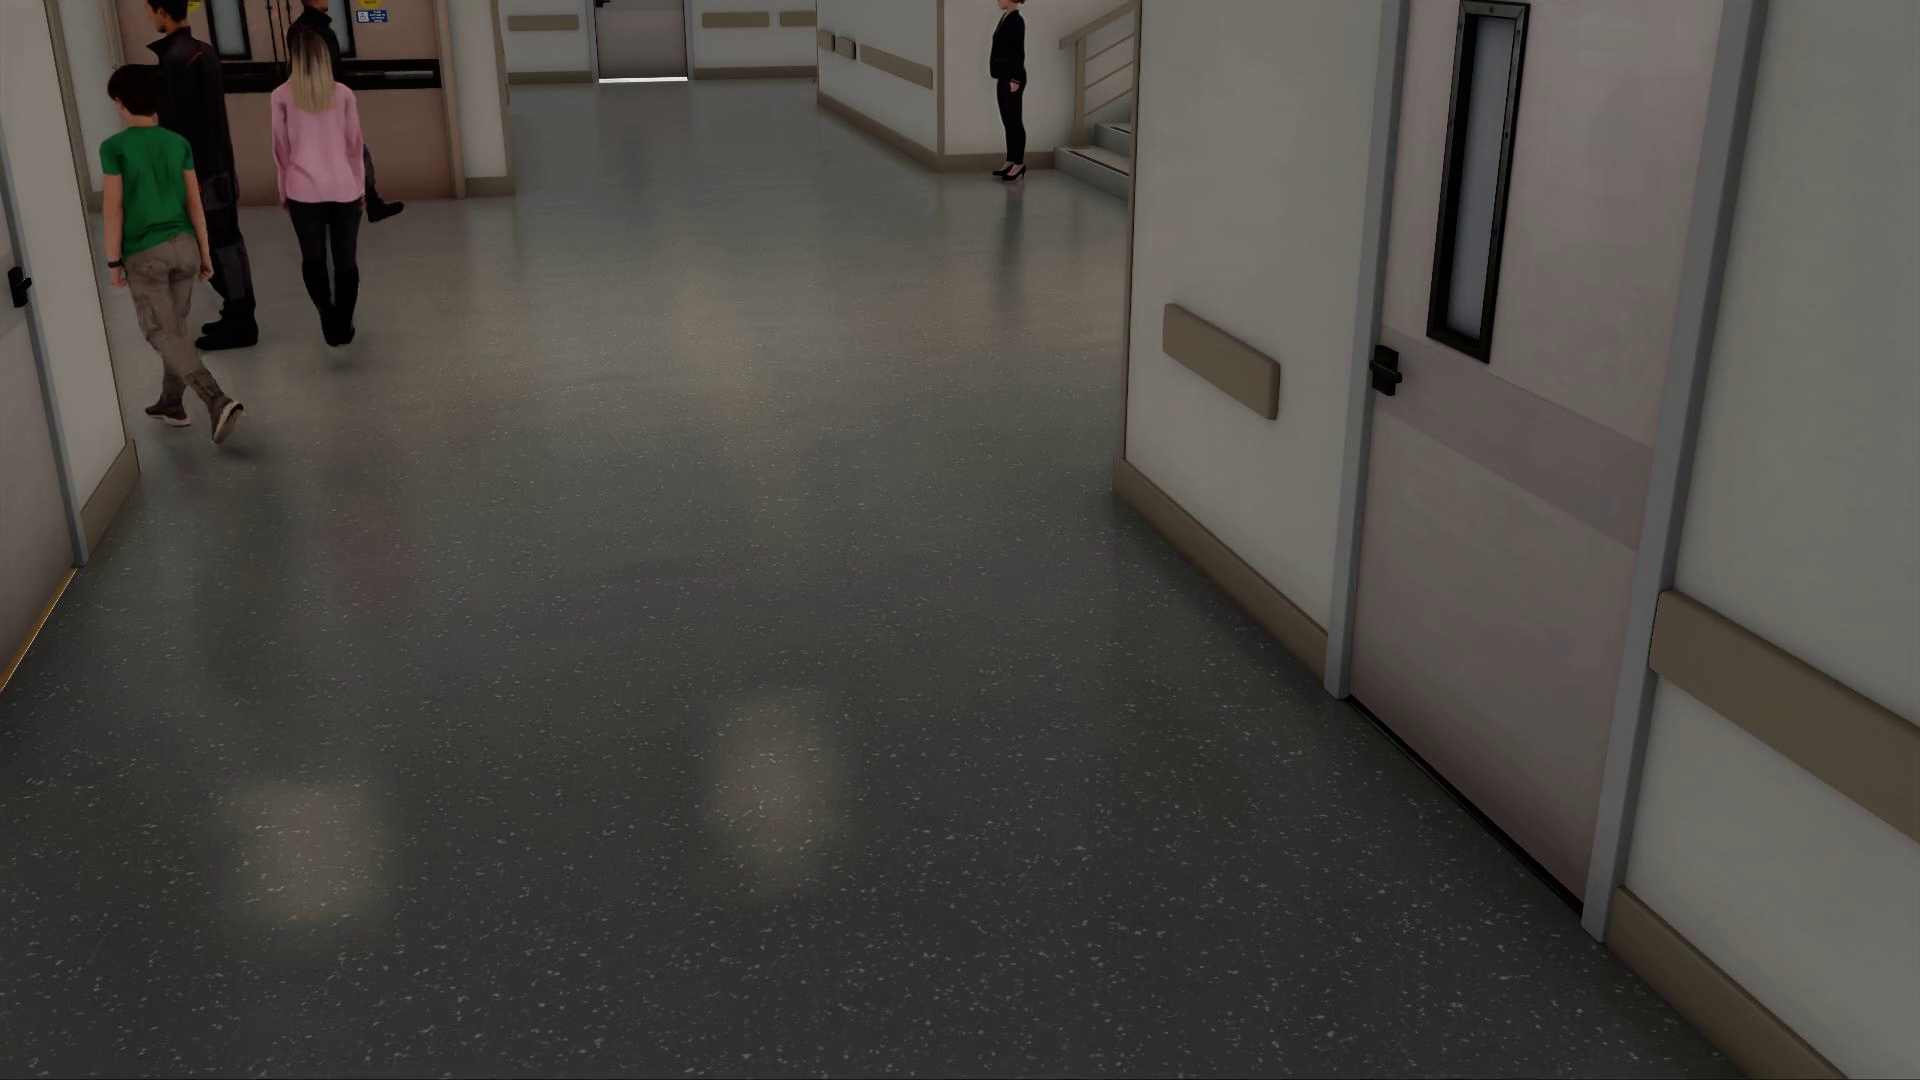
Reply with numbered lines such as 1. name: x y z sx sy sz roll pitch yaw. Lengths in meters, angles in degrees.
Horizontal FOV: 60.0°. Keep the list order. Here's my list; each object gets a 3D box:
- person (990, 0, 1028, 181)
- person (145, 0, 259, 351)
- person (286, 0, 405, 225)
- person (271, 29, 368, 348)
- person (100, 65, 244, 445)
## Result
1. person: 0.456 -4.038 14.662 0.532 1.683 0.610 -5 21 -12
2. person: -4.080 -2.022 8.971 0.571 1.943 0.689 -5 21 -12
3. person: -4.810 -3.229 12.307 1.131 1.838 1.026 -18 27 -39
4. person: -3.377 -1.825 8.837 0.897 1.670 0.719 -8 22 -21
5. person: -3.465 -1.218 7.301 1.072 1.623 1.067 14 25 33
